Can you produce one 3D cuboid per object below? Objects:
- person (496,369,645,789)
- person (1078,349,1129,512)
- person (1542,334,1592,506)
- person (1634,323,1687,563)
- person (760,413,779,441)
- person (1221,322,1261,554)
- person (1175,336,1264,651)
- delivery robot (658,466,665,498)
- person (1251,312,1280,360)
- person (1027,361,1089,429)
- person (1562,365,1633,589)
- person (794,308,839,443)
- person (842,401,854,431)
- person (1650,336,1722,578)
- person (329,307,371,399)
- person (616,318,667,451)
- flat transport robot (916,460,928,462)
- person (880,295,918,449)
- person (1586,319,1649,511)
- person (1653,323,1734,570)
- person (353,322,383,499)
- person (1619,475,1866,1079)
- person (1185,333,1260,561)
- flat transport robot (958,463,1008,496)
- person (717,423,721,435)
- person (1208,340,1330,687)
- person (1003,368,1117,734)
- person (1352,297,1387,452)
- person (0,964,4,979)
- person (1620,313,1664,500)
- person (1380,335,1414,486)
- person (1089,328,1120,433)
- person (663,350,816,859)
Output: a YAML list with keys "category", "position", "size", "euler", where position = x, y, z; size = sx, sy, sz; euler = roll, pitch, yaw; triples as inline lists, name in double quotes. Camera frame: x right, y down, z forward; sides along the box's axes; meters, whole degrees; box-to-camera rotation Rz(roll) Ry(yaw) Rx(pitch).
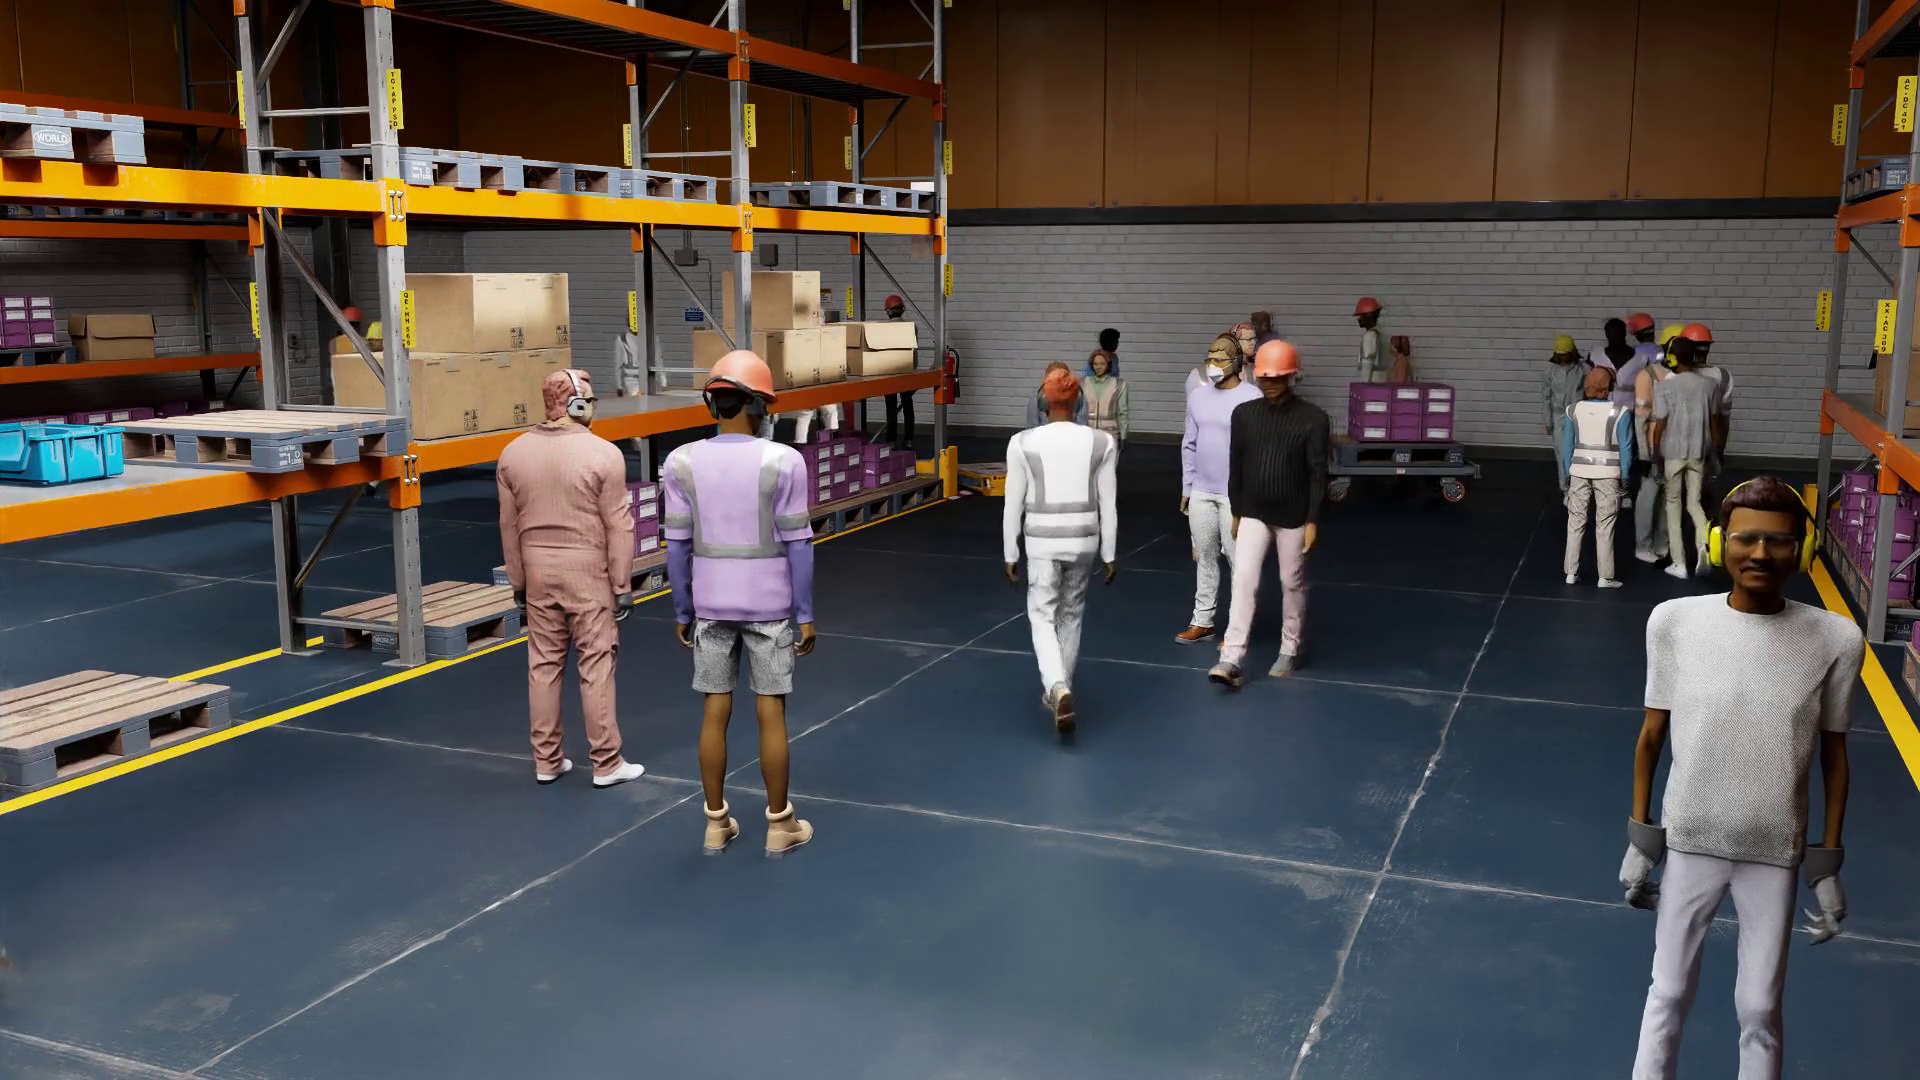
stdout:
- category: "person"
  position: [-1.758, 0.180, 7.571]
  size: [0.643, 1.905, 0.399]
  euler: [3, 10, 18]
- category: "person"
  position: [1.236, -0.893, 14.942]
  size: [0.527, 1.620, 0.590]
  euler: [2, 10, 13]
- category: "person"
  position: [5.993, -1.177, 16.389]
  size: [0.539, 1.699, 0.439]
  euler: [3, 10, 15]
- category: "person"
  position: [5.631, -0.768, 13.272]
  size: [0.595, 1.929, 0.387]
  euler: [-4, 10, -22]
- category: "person"
  position: [-2.217, -1.407, 18.051]
  size: [0.510, 1.621, 0.559]
  euler: [4, 10, 24]
- category: "person"
  position: [2.313, -0.833, 13.683]
  size: [0.409, 1.913, 0.642]
  euler: [9, 13, 42]
- category: "person"
  position: [1.620, -0.283, 10.264]
  size: [0.632, 1.940, 0.372]
  euler: [9, 13, 44]
- category: "delivery robot"
  position: [-2.719, -0.630, 16.265]
  size: [0.477, 0.478, 0.707]
  euler: [6, 11, 31]
- category: "person"
  position: [3.468, -1.686, 19.046]
  size: [1.039, 1.838, 0.651]
  euler: [-1, 9, -8]
- category: "person"
  position: [0.777, -0.602, 13.175]
  size: [0.501, 1.620, 0.356]
  euler: [0, 9, 0]
- category: "person"
  position: [4.670, -0.457, 12.214]
  size: [0.511, 1.645, 0.307]
  euler: [9, 13, 42]
- category: "person"
  position: [-1.708, -1.878, 20.165]
  size: [0.655, 1.855, 0.897]
  euler: [6, 11, 33]
- category: "person"
  position: [-1.194, -1.630, 19.004]
  size: [0.362, 1.752, 0.544]
  euler: [-2, 10, -11]
- category: "person"
  position: [5.470, -0.604, 12.493]
  size: [0.555, 1.847, 0.538]
  euler: [0, 9, 1]
- category: "person"
  position: [-7.156, -1.792, 19.565]
  size: [0.562, 1.895, 0.977]
  euler: [2, 10, 10]
- category: "person"
  position: [-4.043, -1.995, 21.003]
  size: [0.594, 1.841, 1.022]
  euler: [-5, 11, -27]
- category: "flat transport robot"
  position: [-0.895, -0.748, 18.124]
  size: [1.431, 0.197, 0.652]
  euler: [0, 9, 1]
- category: "person"
  position: [-0.821, -2.182, 21.609]
  size: [0.611, 1.994, 0.379]
  euler: [-6, 11, -34]
- category: "person"
  position: [6.453, -1.244, 16.384]
  size: [0.585, 1.854, 1.010]
  euler: [4, 10, 21]
- category: "person"
  position: [5.646, -0.705, 12.852]
  size: [0.542, 1.929, 0.368]
  euler: [-1, 9, -6]
- category: "person"
  position: [-5.936, -1.315, 16.956]
  size: [0.619, 1.789, 0.897]
  euler: [6, 11, 33]
- category: "person"
  position: [1.898, 0.769, 4.085]
  size: [0.510, 1.877, 0.329]
  euler: [4, 10, 24]
- category: "person"
  position: [2.114, -0.743, 13.369]
  size: [0.624, 1.837, 0.430]
  euler: [-1, 9, -8]
- category: "flat transport robot"
  position: [0.364, -0.653, 17.547]
  size: [0.652, 0.197, 1.431]
  euler: [-4, 10, -20]
- category: "person"
  position: [-2.337, -1.344, 17.271]
  size: [0.541, 1.744, 0.497]
  euler: [-2, 10, -13]
- category: "person"
  position: [1.728, -0.130, 9.290]
  size: [0.631, 1.943, 1.001]
  euler: [6, 11, 30]
- category: "person"
  position: [0.521, 0.055, 8.481]
  size: [0.587, 1.858, 0.829]
  euler: [-1, 9, -8]
- category: "person"
  position: [4.697, -1.706, 18.667]
  size: [0.704, 2.014, 0.648]
  euler: [4, 10, 22]
- category: "person"
  position: [-3.179, 0.648, 4.795]
  size: [0.634, 1.896, 1.025]
  euler: [3, 10, 15]
- category: "person"
  position: [6.990, -1.336, 16.807]
  size: [0.623, 1.883, 0.704]
  euler: [8, 12, 41]
- category: "person"
  position: [4.659, -1.383, 17.848]
  size: [0.433, 1.623, 0.538]
  euler: [2, 10, 12]
- category: "person"
  position: [1.614, -1.553, 18.754]
  size: [0.456, 1.668, 0.570]
  euler: [7, 11, 35]
- category: "person"
  position: [-0.865, 0.264, 6.668]
  size: [0.605, 2.033, 0.392]
  euler: [2, 10, 11]
